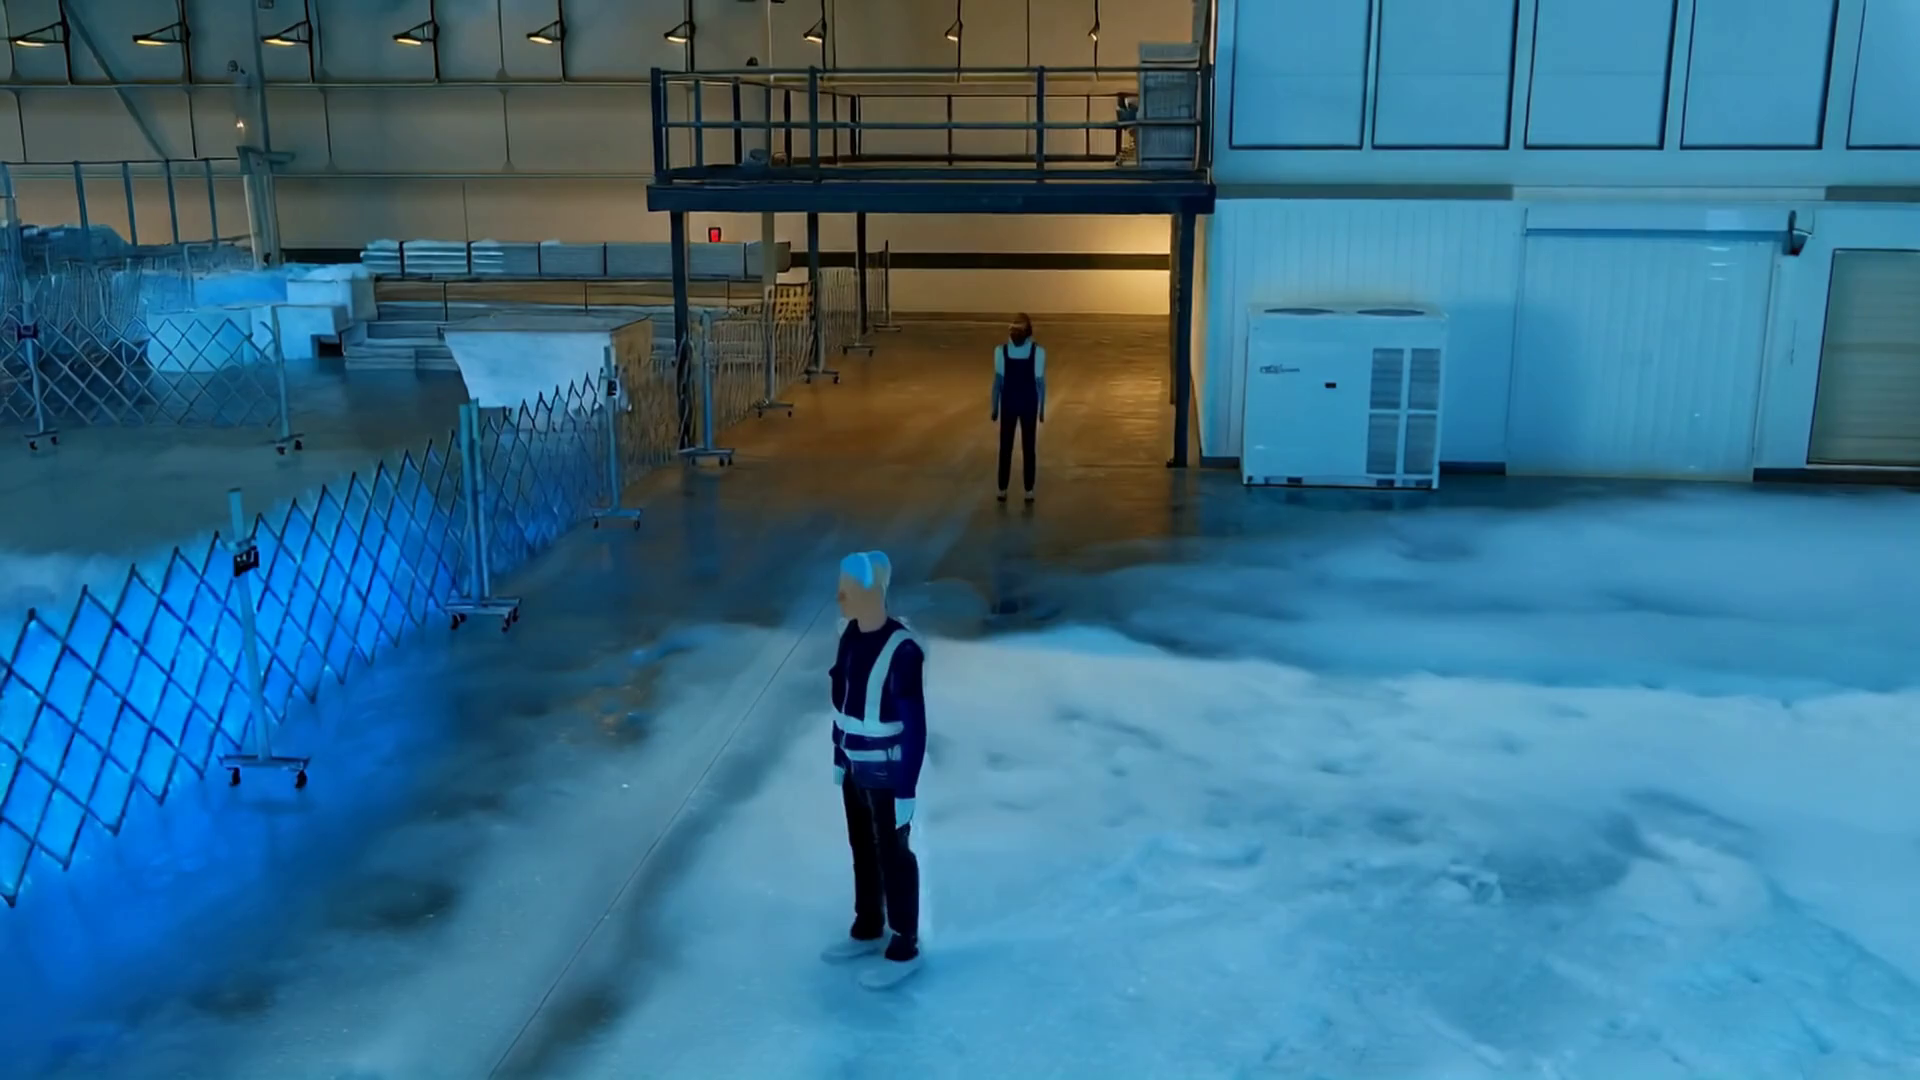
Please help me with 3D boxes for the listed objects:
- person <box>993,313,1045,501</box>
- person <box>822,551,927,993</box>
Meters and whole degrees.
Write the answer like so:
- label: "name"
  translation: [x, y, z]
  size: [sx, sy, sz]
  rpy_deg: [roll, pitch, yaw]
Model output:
- label: "person"
  translation: [0.575, -1.298, 16.264]
  size: [0.506, 1.841, 0.346]
  rpy_deg: [1, 14, 4]
- label: "person"
  translation: [-0.357, 0.955, 6.959]
  size: [0.337, 1.883, 0.584]
  rpy_deg: [-9, 16, -33]
